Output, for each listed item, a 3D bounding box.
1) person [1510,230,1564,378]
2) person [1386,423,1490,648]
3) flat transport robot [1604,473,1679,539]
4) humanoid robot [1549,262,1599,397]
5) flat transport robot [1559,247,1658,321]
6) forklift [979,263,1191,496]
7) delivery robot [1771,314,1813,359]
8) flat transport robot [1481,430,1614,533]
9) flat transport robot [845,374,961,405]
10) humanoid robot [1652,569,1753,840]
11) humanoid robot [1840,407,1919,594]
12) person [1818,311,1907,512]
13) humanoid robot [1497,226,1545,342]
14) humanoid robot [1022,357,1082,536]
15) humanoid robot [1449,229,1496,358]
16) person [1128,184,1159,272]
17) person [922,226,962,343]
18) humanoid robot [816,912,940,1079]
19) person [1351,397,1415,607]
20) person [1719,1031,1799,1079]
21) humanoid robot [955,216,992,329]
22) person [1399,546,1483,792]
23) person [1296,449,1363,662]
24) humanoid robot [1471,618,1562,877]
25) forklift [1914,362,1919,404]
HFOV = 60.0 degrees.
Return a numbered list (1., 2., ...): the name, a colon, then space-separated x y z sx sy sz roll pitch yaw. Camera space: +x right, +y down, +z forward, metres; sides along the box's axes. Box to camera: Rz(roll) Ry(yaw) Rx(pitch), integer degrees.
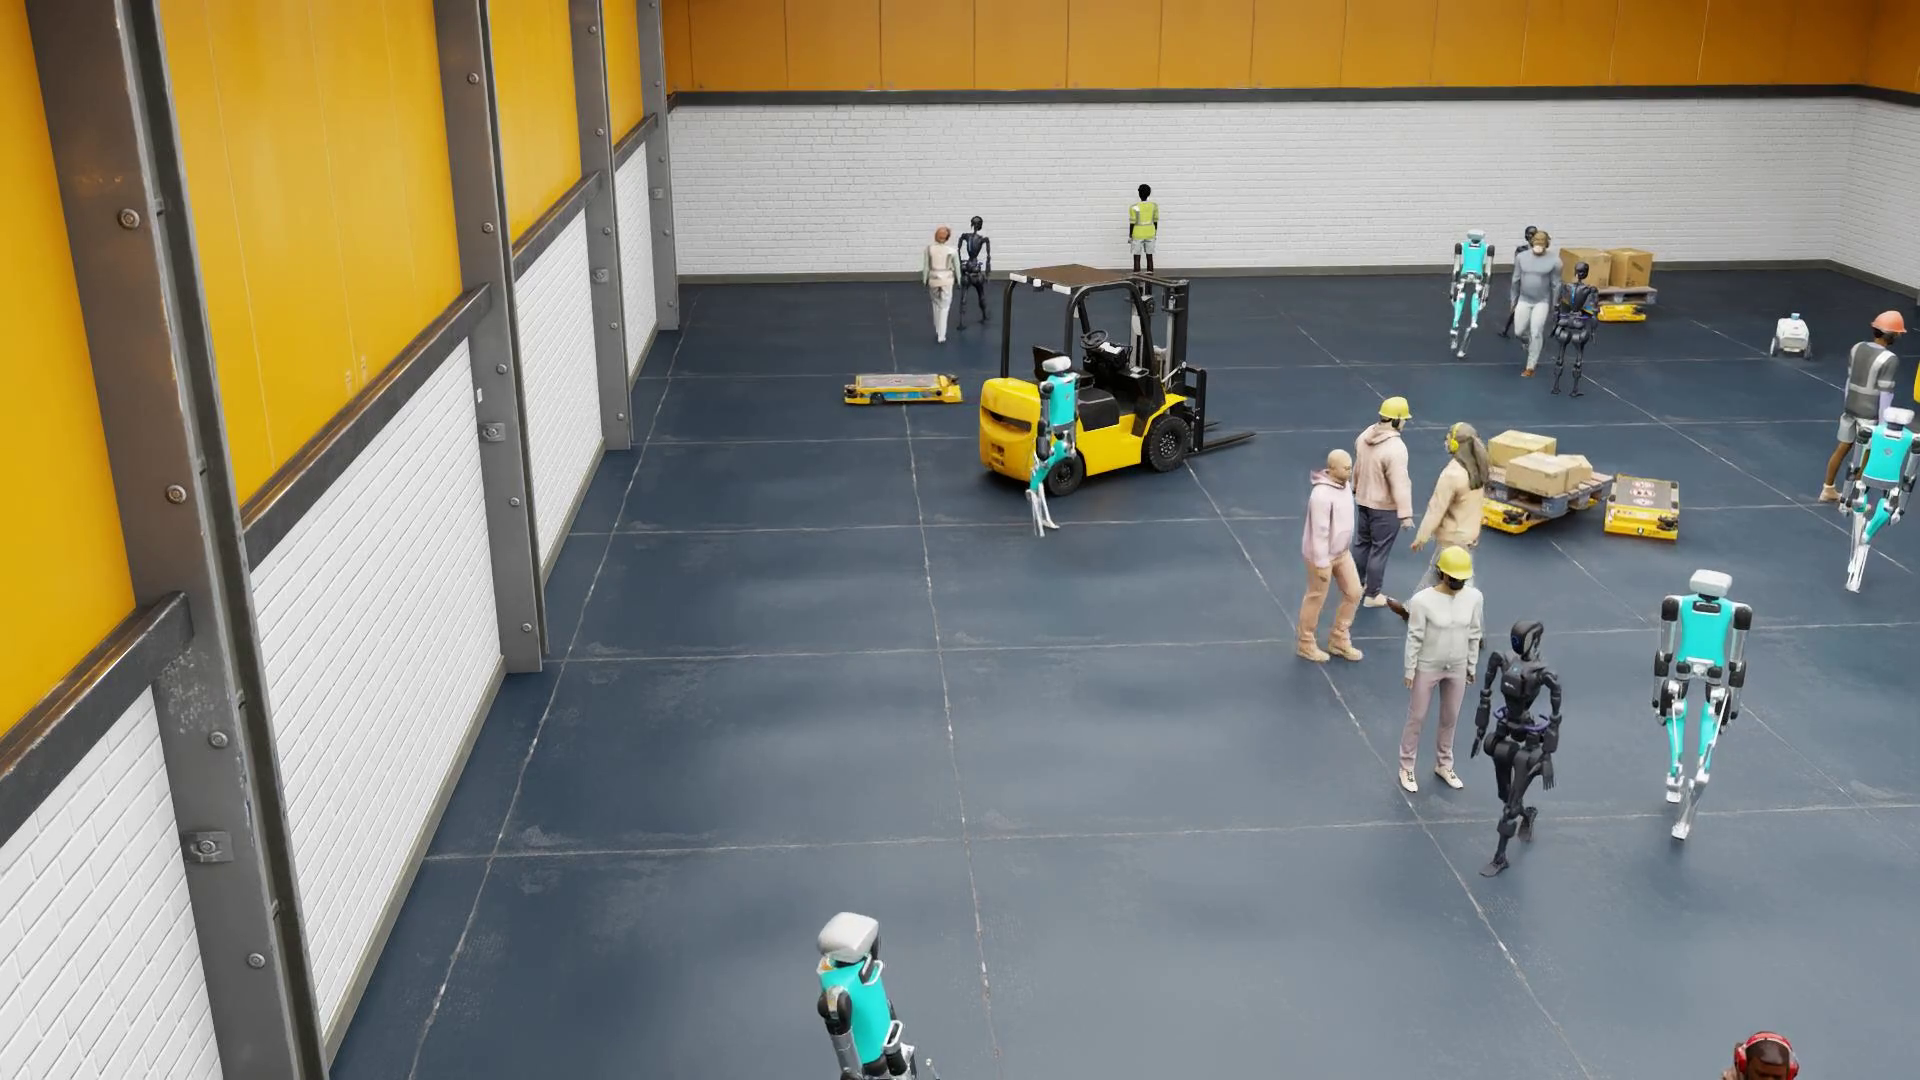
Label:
1. person: 7.512 -3.103 21.681 0.646 1.922 0.621 13 24 31
2. person: 3.933 -0.069 13.545 0.950 1.825 0.577 17 26 38
3. flat transport robot: 6.792 -0.344 16.564 0.659 0.231 1.431 8 22 20
4. humanoid robot: 7.655 -2.643 20.763 0.599 1.657 0.315 18 26 39
5. flat transport robot: 9.816 -3.587 25.399 0.659 0.231 1.431 -2 20 -5
6. forklift: 1.315 -1.764 17.646 2.313 2.155 1.214 -14 24 -33
7. delivery robot: 11.437 -2.800 22.853 0.499 0.604 0.801 7 21 19
8. flat transport robot: 5.692 -0.374 16.647 1.431 0.231 0.659 -15 25 -36
9. flat transport robot: -0.716 -1.877 20.741 1.431 0.231 0.659 -1 20 -3
10. humanoid robot: 4.631 1.090 10.520 0.546 1.727 0.980 10 22 24
11. humanoid robot: 8.030 -0.380 14.571 0.569 1.732 1.045 11 23 27
12. person: 9.055 -1.284 16.589 0.442 2.030 0.619 -4 21 -10
13. humanoid robot: 8.028 -3.609 23.484 0.611 1.621 0.765 -8 22 -22
14. humanoid robot: 0.798 -0.891 15.968 0.678 1.827 0.546 19 27 41
15. humanoid robot: 6.859 -3.281 22.427 0.532 1.731 0.961 8 21 20
16. person: 2.963 -4.911 26.932 0.534 1.698 0.318 -7 21 -17
17. person: -0.224 -3.650 23.624 0.539 1.604 0.779 6 21 17
18. humanoid robot: -0.159 2.387 7.003 0.846 1.749 0.568 4 21 11
19. person: 3.574 -0.320 14.206 0.433 1.853 0.818 -7 21 -19
20. person: 3.057 2.603 6.539 0.459 1.644 0.313 5 21 12
21. humanoid robot: 0.184 -3.939 24.390 0.614 1.621 0.794 10 23 26
22. person: 3.221 0.862 11.118 0.526 1.759 0.333 -4 20 -10
23. person: 2.971 0.149 13.050 0.646 1.760 0.553 17 26 38
24. humanoid robot: 3.488 1.233 10.292 0.757 1.637 0.595 -16 25 -36
25. forklift: 12.602 -2.435 19.475 2.313 2.155 1.214 -1 20 -4
